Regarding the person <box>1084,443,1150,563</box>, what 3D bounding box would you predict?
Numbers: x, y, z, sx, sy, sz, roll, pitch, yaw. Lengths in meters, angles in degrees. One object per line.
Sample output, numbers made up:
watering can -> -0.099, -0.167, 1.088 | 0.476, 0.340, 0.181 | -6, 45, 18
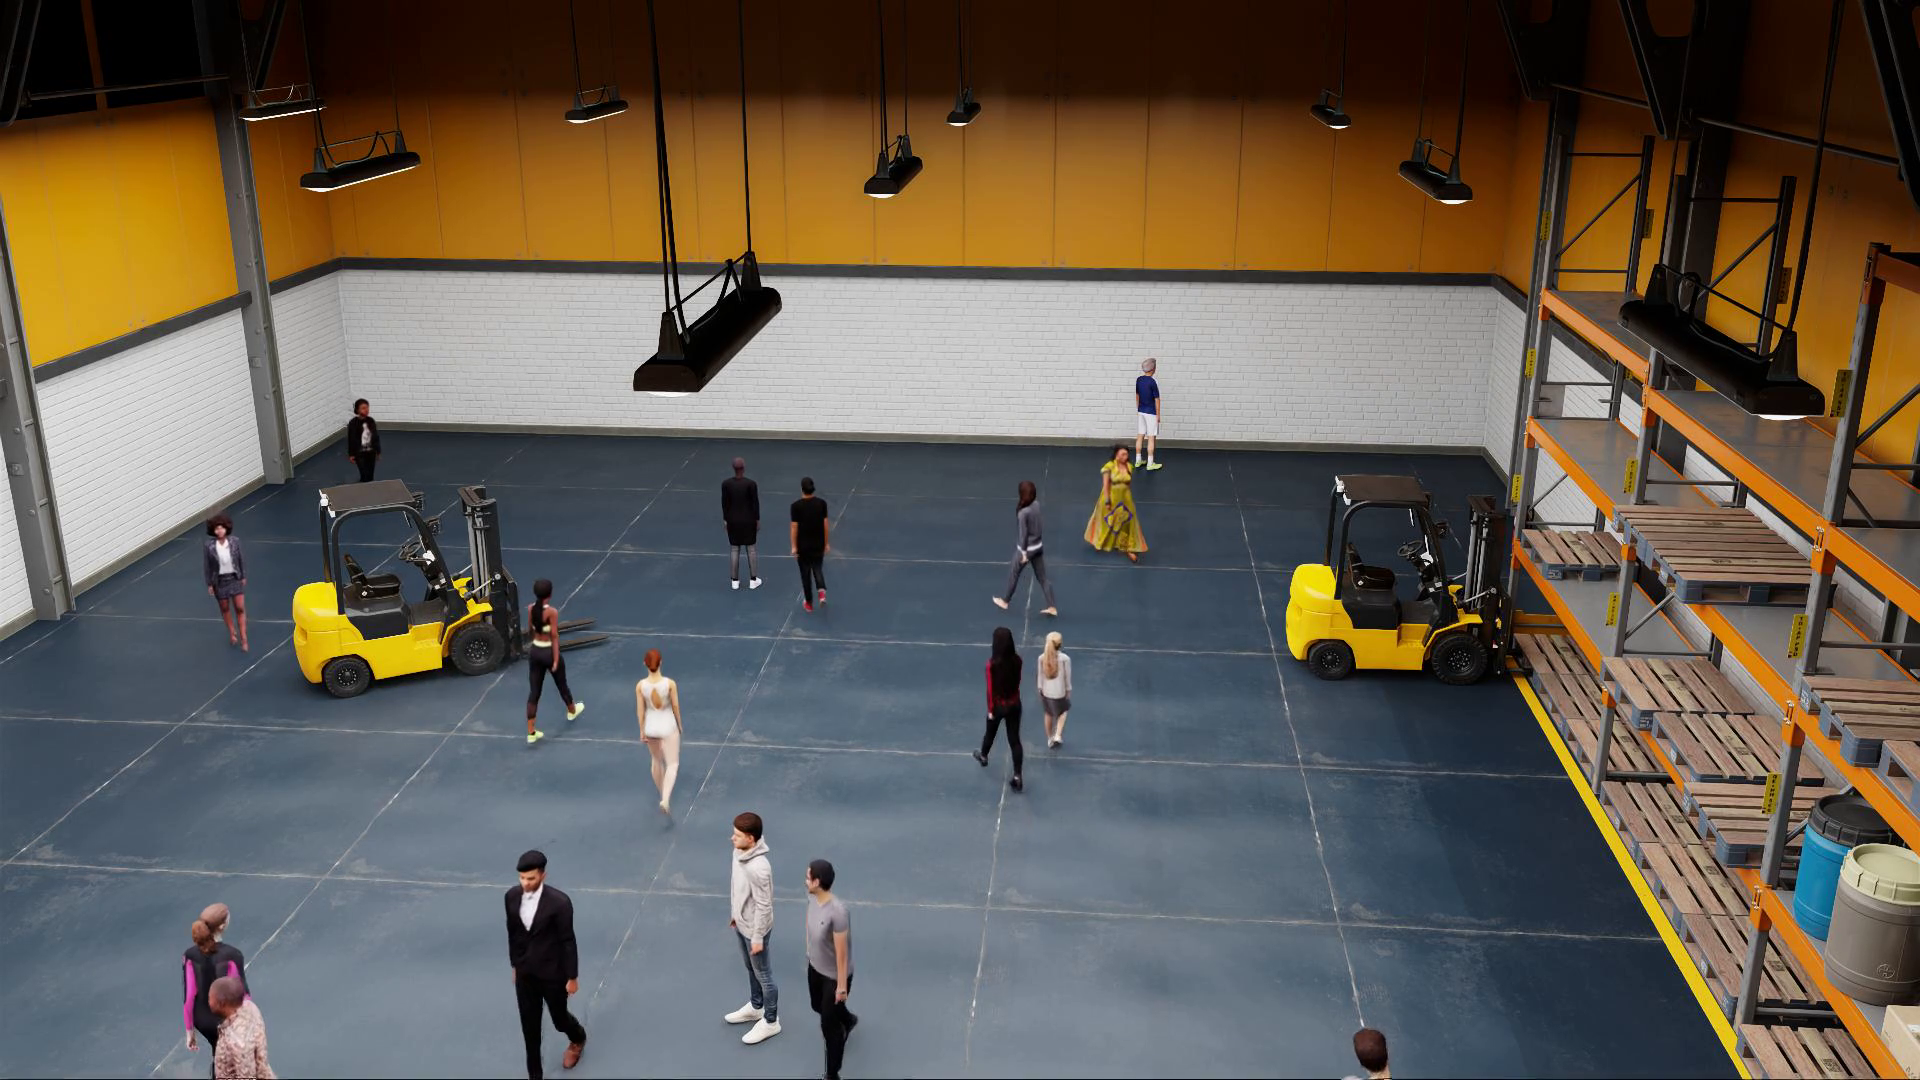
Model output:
person -> 2.096, -0.543, 22.951 | 1.155, 1.611, 1.354 | -9, 21, -25

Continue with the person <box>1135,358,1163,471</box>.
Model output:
person -> 3.065, -2.071, 27.130 | 0.772, 1.839, 0.721 | -16, 25, -40

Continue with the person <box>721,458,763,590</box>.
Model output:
person -> -2.863, -0.223, 21.762 | 0.641, 1.763, 0.546 | 1, 19, 3

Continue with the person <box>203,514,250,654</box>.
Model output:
person -> -8.725, 0.491, 19.783 | 0.873, 1.673, 1.008 | -8, 20, -22

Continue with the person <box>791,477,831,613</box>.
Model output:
person -> -1.858, 0.087, 20.863 | 0.783, 1.749, 0.855 | -7, 20, -21

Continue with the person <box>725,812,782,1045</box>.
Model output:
person -> -1.537, 2.867, 12.447 | 0.819, 1.853, 0.714 | -10, 21, -28

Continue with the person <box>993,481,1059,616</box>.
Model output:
person -> 0.948, 0.140, 20.749 | 1.104, 1.721, 1.156 | 15, 24, 37

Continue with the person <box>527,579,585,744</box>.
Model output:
person -> -4.390, 1.297, 17.354 | 0.776, 1.697, 1.222 | 6, 20, 18

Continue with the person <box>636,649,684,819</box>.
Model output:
person -> -2.853, 1.849, 15.830 | 0.576, 1.623, 0.976 | 0, 19, 1

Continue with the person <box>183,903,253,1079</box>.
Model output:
person -> -5.068, 3.358, 11.259 | 0.622, 1.680, 1.165 | -1, 19, -3

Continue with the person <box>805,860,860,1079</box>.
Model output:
person -> -0.920, 3.077, 12.006 | 1.044, 1.735, 1.110 | 15, 24, 38

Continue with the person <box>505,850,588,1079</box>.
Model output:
person -> -2.940, 3.040, 11.917 | 0.862, 1.863, 1.086 | 6, 20, 17

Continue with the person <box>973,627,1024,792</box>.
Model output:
person -> 0.500, 1.683, 16.322 | 0.953, 1.623, 1.107 | -10, 21, -27

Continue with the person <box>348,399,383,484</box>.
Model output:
person -> -9.073, -1.334, 25.222 | 0.781, 1.660, 0.703 | 17, 25, 42

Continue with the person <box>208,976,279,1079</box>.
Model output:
person -> -4.445, 3.548, 10.511 | 0.860, 1.797, 0.726 | -8, 20, -22

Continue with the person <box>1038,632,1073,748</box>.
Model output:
person -> 0.971, 1.567, 17.217 | 0.548, 1.271, 0.576 | 5, 19, 14
